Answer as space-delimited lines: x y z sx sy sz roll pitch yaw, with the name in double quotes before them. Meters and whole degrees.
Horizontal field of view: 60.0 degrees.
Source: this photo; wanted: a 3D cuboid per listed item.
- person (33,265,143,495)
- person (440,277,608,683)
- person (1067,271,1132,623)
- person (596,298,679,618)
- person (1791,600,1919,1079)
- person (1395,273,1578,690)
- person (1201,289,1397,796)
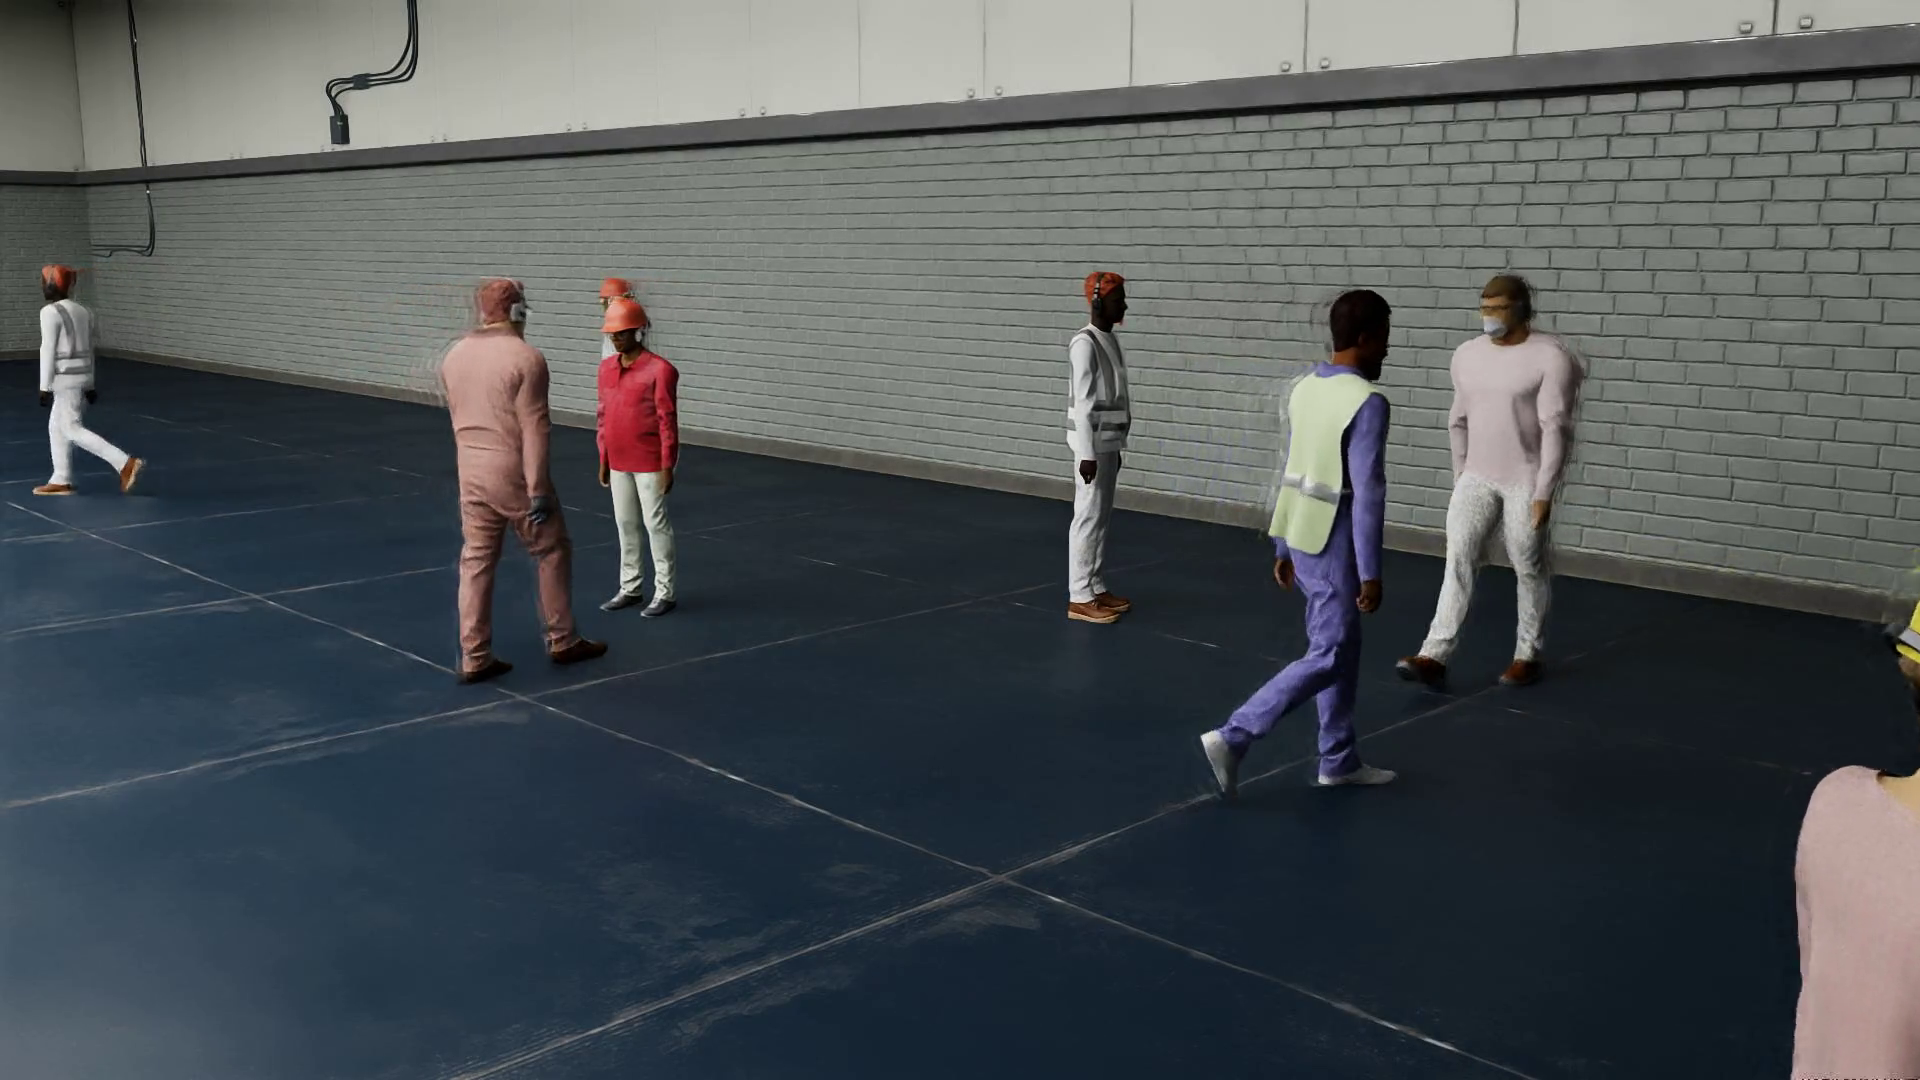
"person" -7.008 -1.257 13.225 0.836 1.853 0.574 -1 10 -6
"person" -2.070 -0.296 7.889 0.672 1.871 0.845 6 12 30
"person" 0.758 -0.505 9.023 0.341 1.882 0.586 4 11 19
"person" -1.784 -0.448 9.101 0.571 1.743 0.351 7 12 33
"person" 1.081 0.853 1.990 0.569 1.750 0.530 0 10 -2
"person" 2.391 -0.234 7.491 0.899 1.897 0.644 -9 14 -42
"person" 1.267 0.036 6.075 0.785 1.896 0.614 -2 11 -12
